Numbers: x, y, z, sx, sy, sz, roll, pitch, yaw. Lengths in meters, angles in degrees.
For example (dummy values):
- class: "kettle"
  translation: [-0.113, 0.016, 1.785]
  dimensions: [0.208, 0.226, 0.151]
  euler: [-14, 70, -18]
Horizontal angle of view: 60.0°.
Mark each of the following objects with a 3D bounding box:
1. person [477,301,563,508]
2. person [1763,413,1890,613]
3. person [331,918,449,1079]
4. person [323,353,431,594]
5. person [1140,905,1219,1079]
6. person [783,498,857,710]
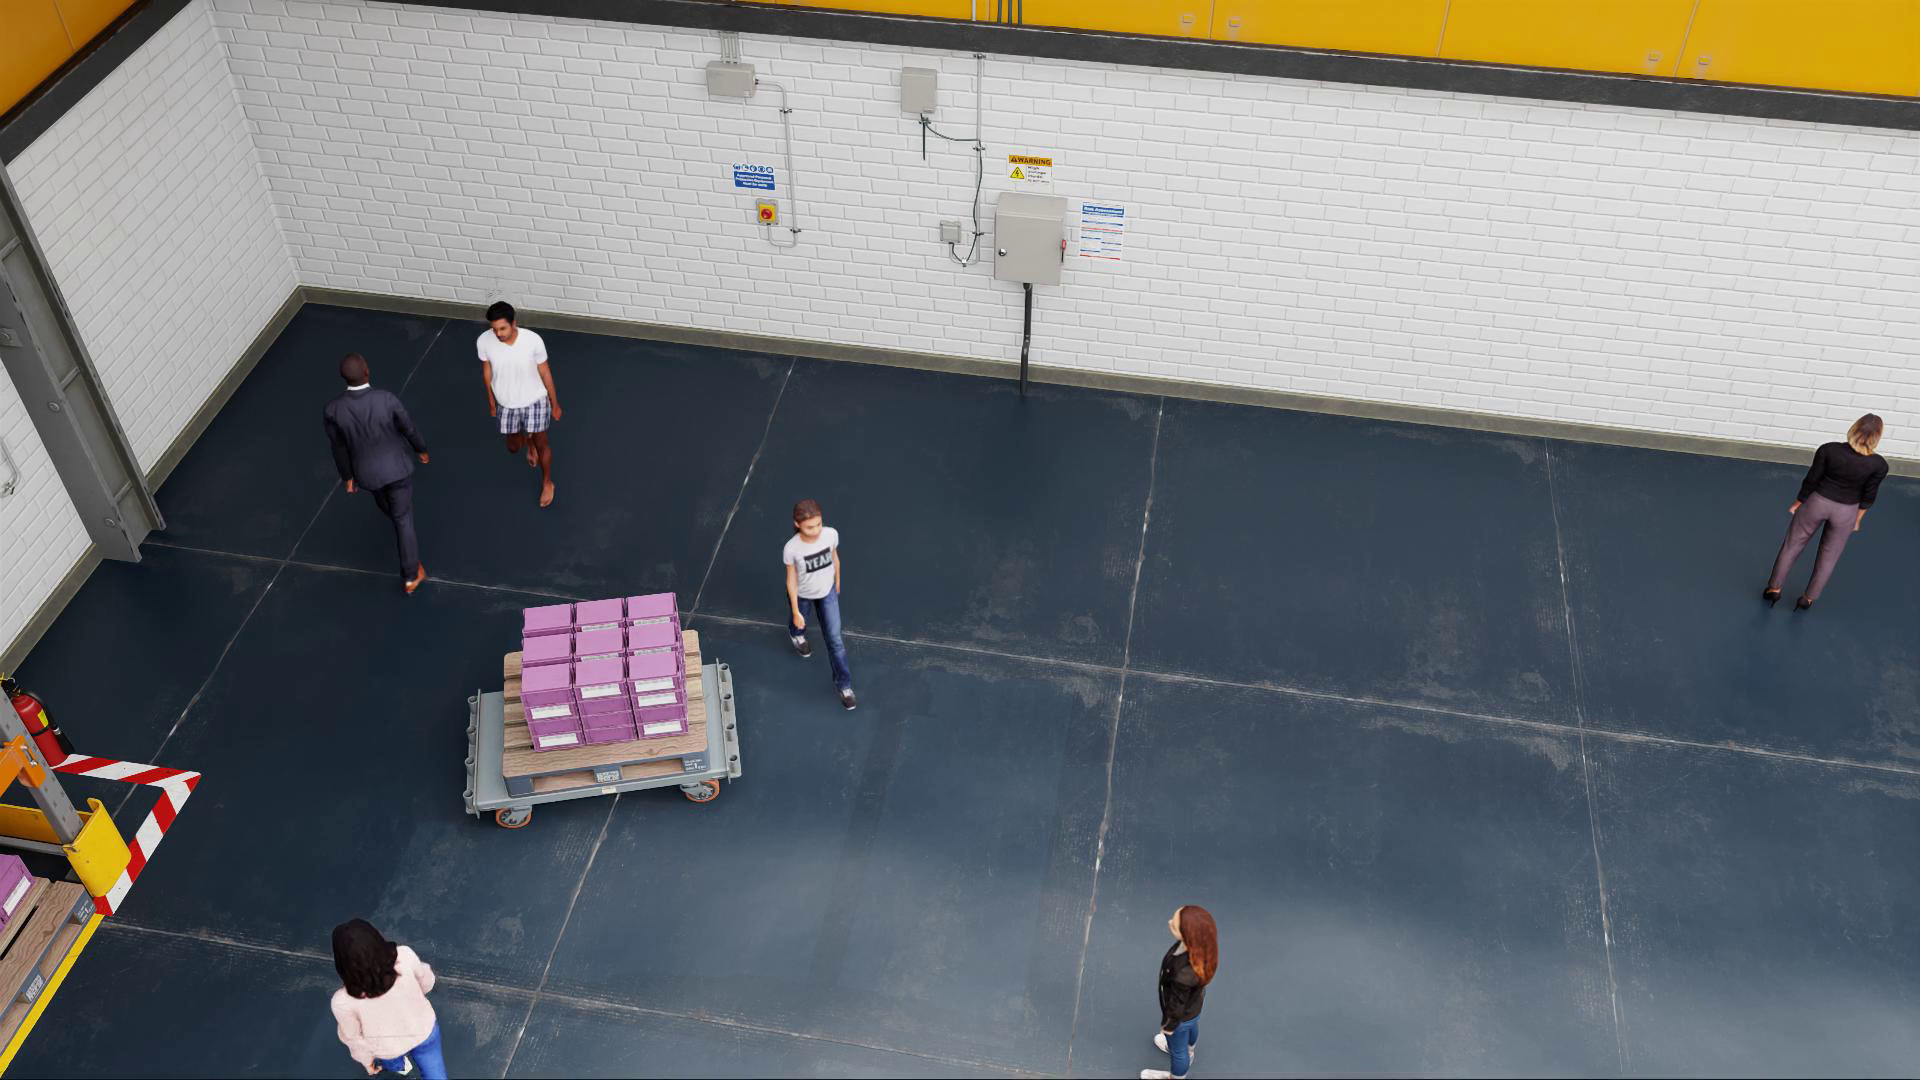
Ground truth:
- class: "person"
  translation: [-3.112, -1.053, 11.886]
  dimensions: [0.768, 1.709, 0.853]
  euler: [-2, 44, -2]
- class: "person"
  translation: [5.722, -0.164, 10.981]
  dimensions: [0.655, 1.672, 0.623]
  euler: [19, 47, 19]
- class: "person"
  translation: [-2.691, 2.504, 8.147]
  dimensions: [1.142, 1.716, 1.213]
  euler: [-24, 49, -23]
- class: "person"
  translation: [-3.872, -0.404, 11.155]
  dimensions: [0.945, 1.778, 1.278]
  euler: [-5, 44, -5]
- class: "person"
  translation: [1.150, 2.338, 8.492]
  dimensions: [0.627, 1.481, 0.474]
  euler: [12, 45, 12]
- class: "person"
  translation: [-0.978, 0.289, 10.615]
  dimensions: [0.953, 1.520, 1.126]
  euler: [-18, 47, -18]
